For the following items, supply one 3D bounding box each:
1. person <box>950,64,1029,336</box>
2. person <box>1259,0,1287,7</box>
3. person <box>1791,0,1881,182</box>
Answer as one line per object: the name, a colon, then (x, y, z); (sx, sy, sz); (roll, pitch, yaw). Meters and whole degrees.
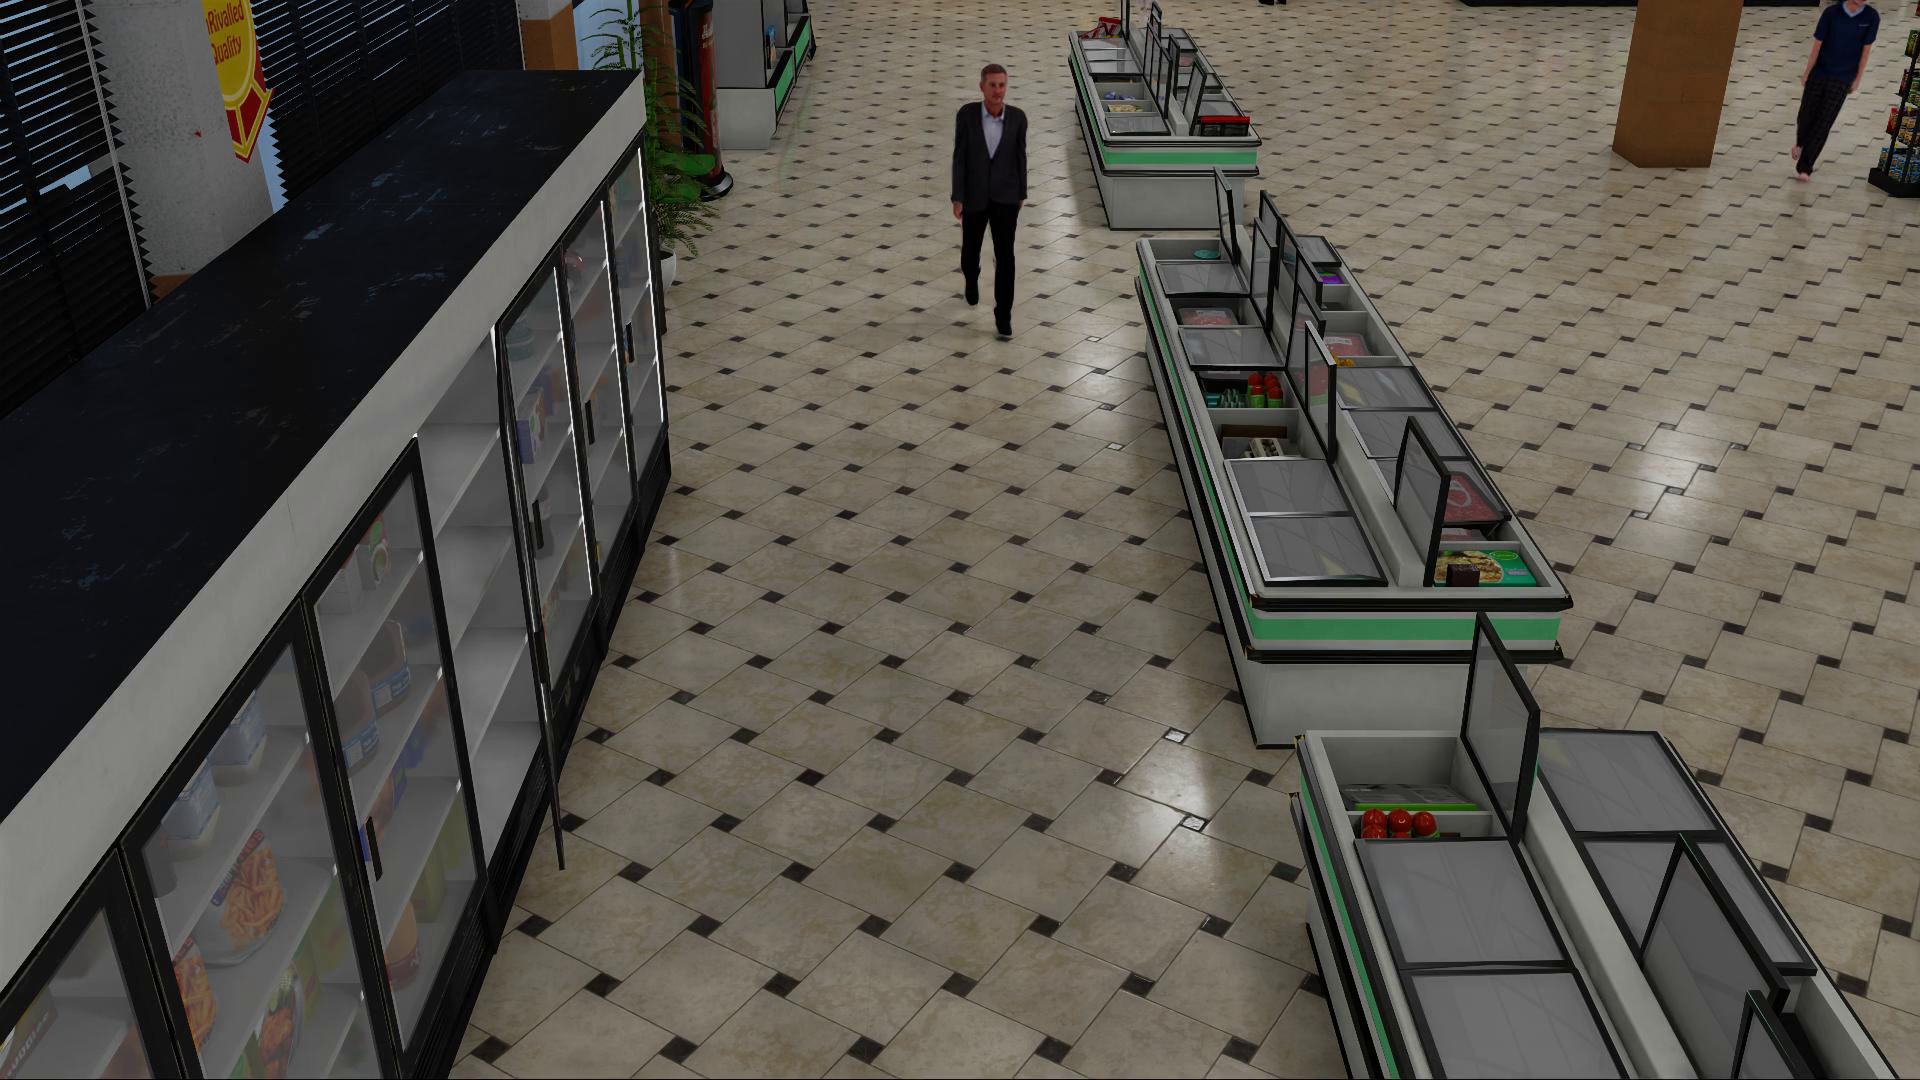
person: (0.182, -2.408, 11.657); (0.745, 1.798, 1.190); (-1, 27, -3)
person: (4.625, -8.713, 23.983); (0.771, 1.894, 0.744); (-10, 29, -19)
person: (7.961, -4.227, 15.194); (0.883, 1.842, 0.987); (13, 30, 25)
